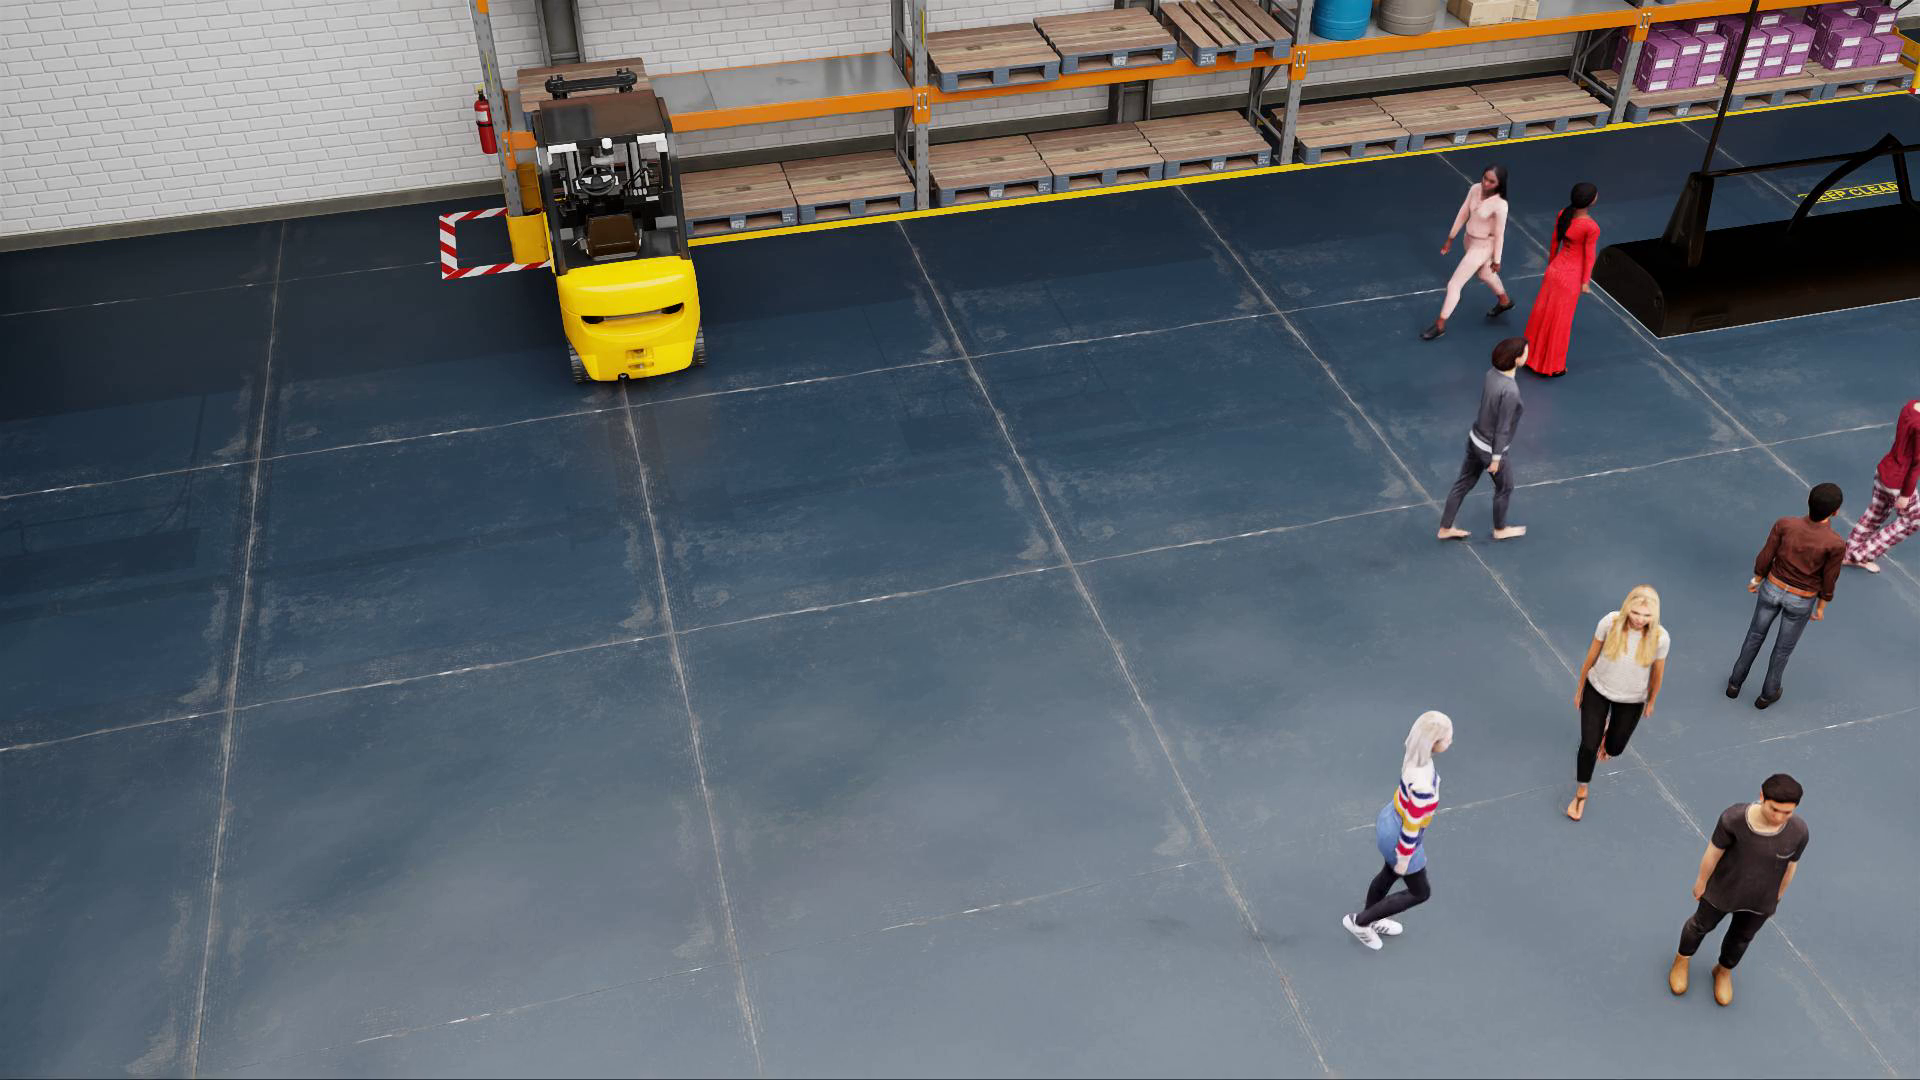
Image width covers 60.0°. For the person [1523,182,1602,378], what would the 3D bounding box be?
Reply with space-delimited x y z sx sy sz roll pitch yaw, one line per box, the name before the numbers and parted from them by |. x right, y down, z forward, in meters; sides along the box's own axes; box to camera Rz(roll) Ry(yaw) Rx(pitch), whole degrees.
person | 5.109 -2.205 14.101 0.659 1.783 0.677 -17 42 -20

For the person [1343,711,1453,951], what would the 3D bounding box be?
person | 2.384 1.622 9.288 0.804 1.798 0.783 6 39 7

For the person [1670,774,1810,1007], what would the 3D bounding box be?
person | 4.262 1.863 9.054 0.645 1.712 0.756 10 40 12

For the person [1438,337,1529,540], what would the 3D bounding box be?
person | 3.812 -0.690 12.227 0.889 1.743 0.662 -8 39 -9

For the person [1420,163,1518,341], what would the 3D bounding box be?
person | 4.618 -2.542 14.609 1.198 1.665 0.641 -8 39 -10

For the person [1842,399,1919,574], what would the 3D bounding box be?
person | 6.689 -0.467 11.989 0.747 1.692 0.745 5 39 6

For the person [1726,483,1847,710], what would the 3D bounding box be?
person | 5.414 0.366 10.873 0.719 1.782 0.726 28 46 30

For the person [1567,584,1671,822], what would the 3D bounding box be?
person | 3.993 0.901 10.184 0.955 1.806 0.982 13 40 16
